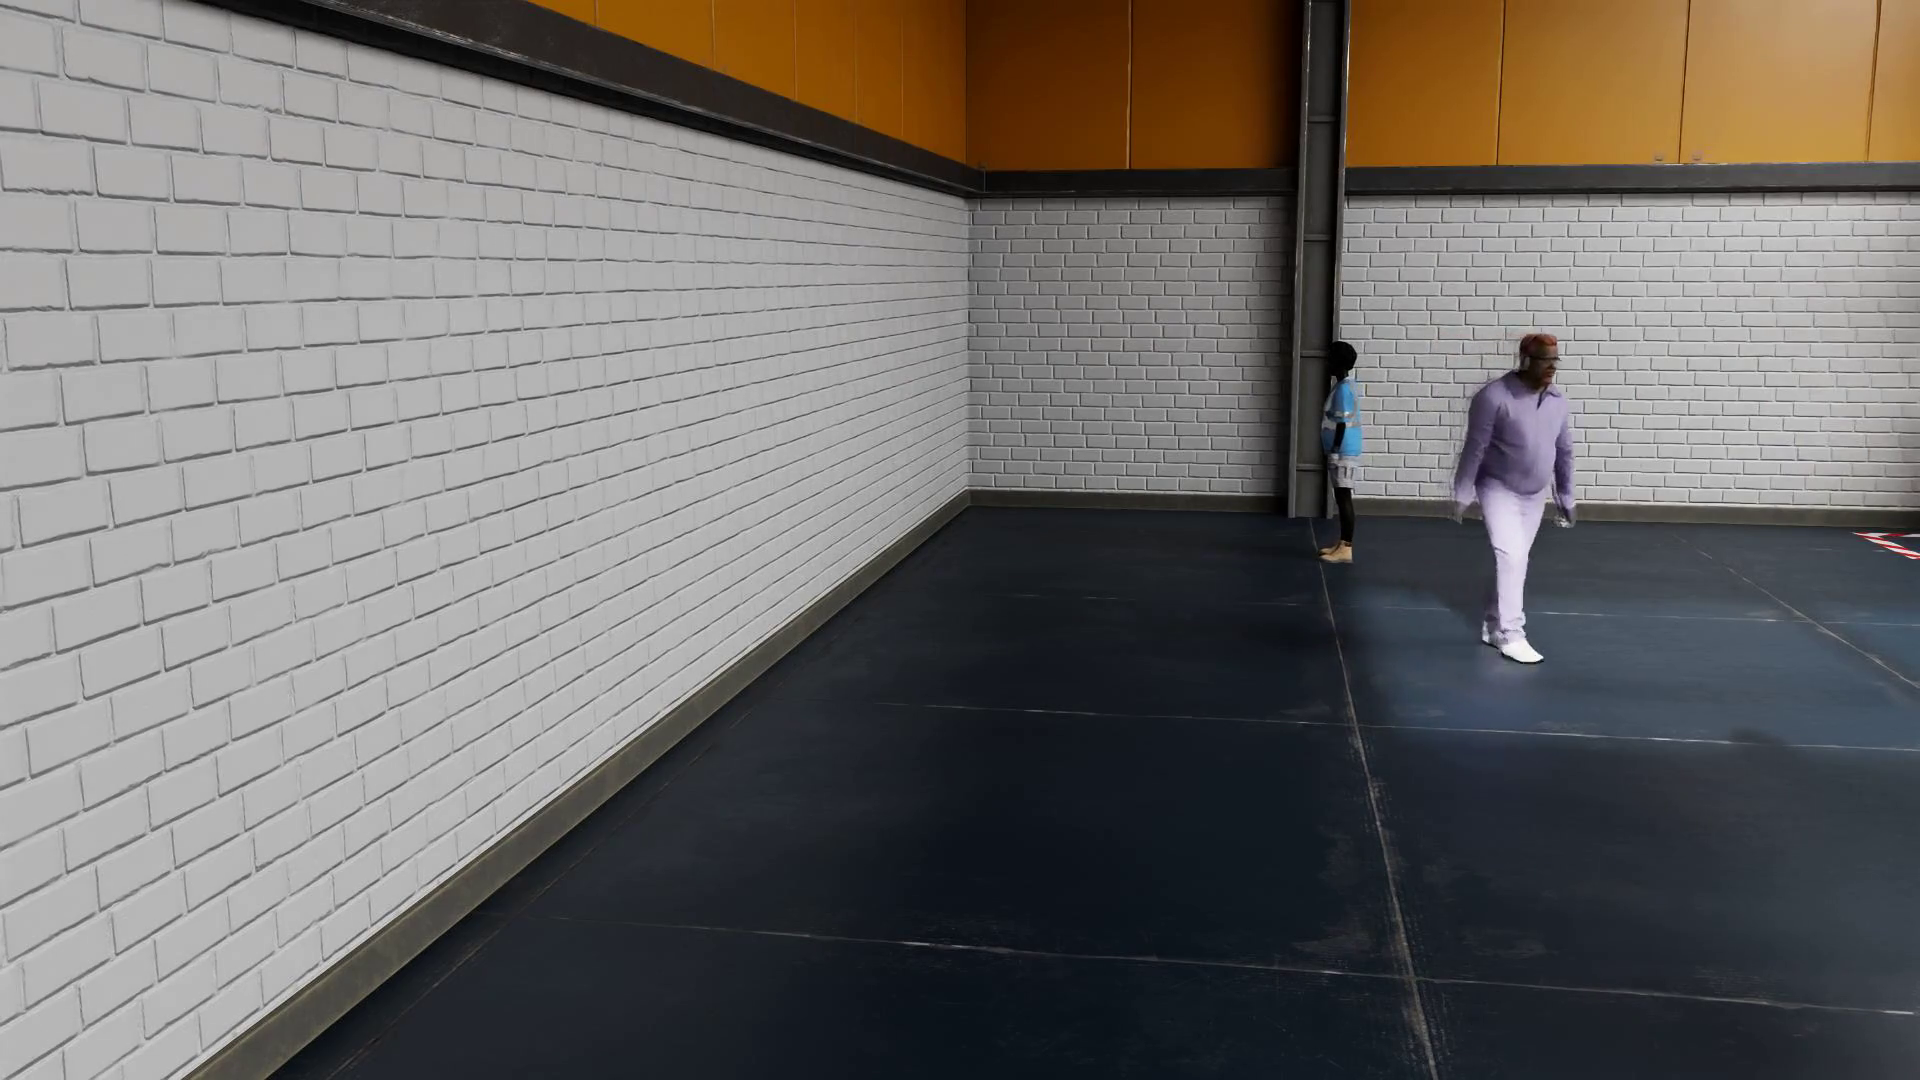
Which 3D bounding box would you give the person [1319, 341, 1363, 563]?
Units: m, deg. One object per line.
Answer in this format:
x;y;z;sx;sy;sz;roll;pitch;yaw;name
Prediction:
2.921;-0.674;12.748;0.319;1.694;0.537;2;9;11;person

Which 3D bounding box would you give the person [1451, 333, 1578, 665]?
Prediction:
3.217;-0.235;9.470;0.692;1.869;0.800;-4;10;-22;person
